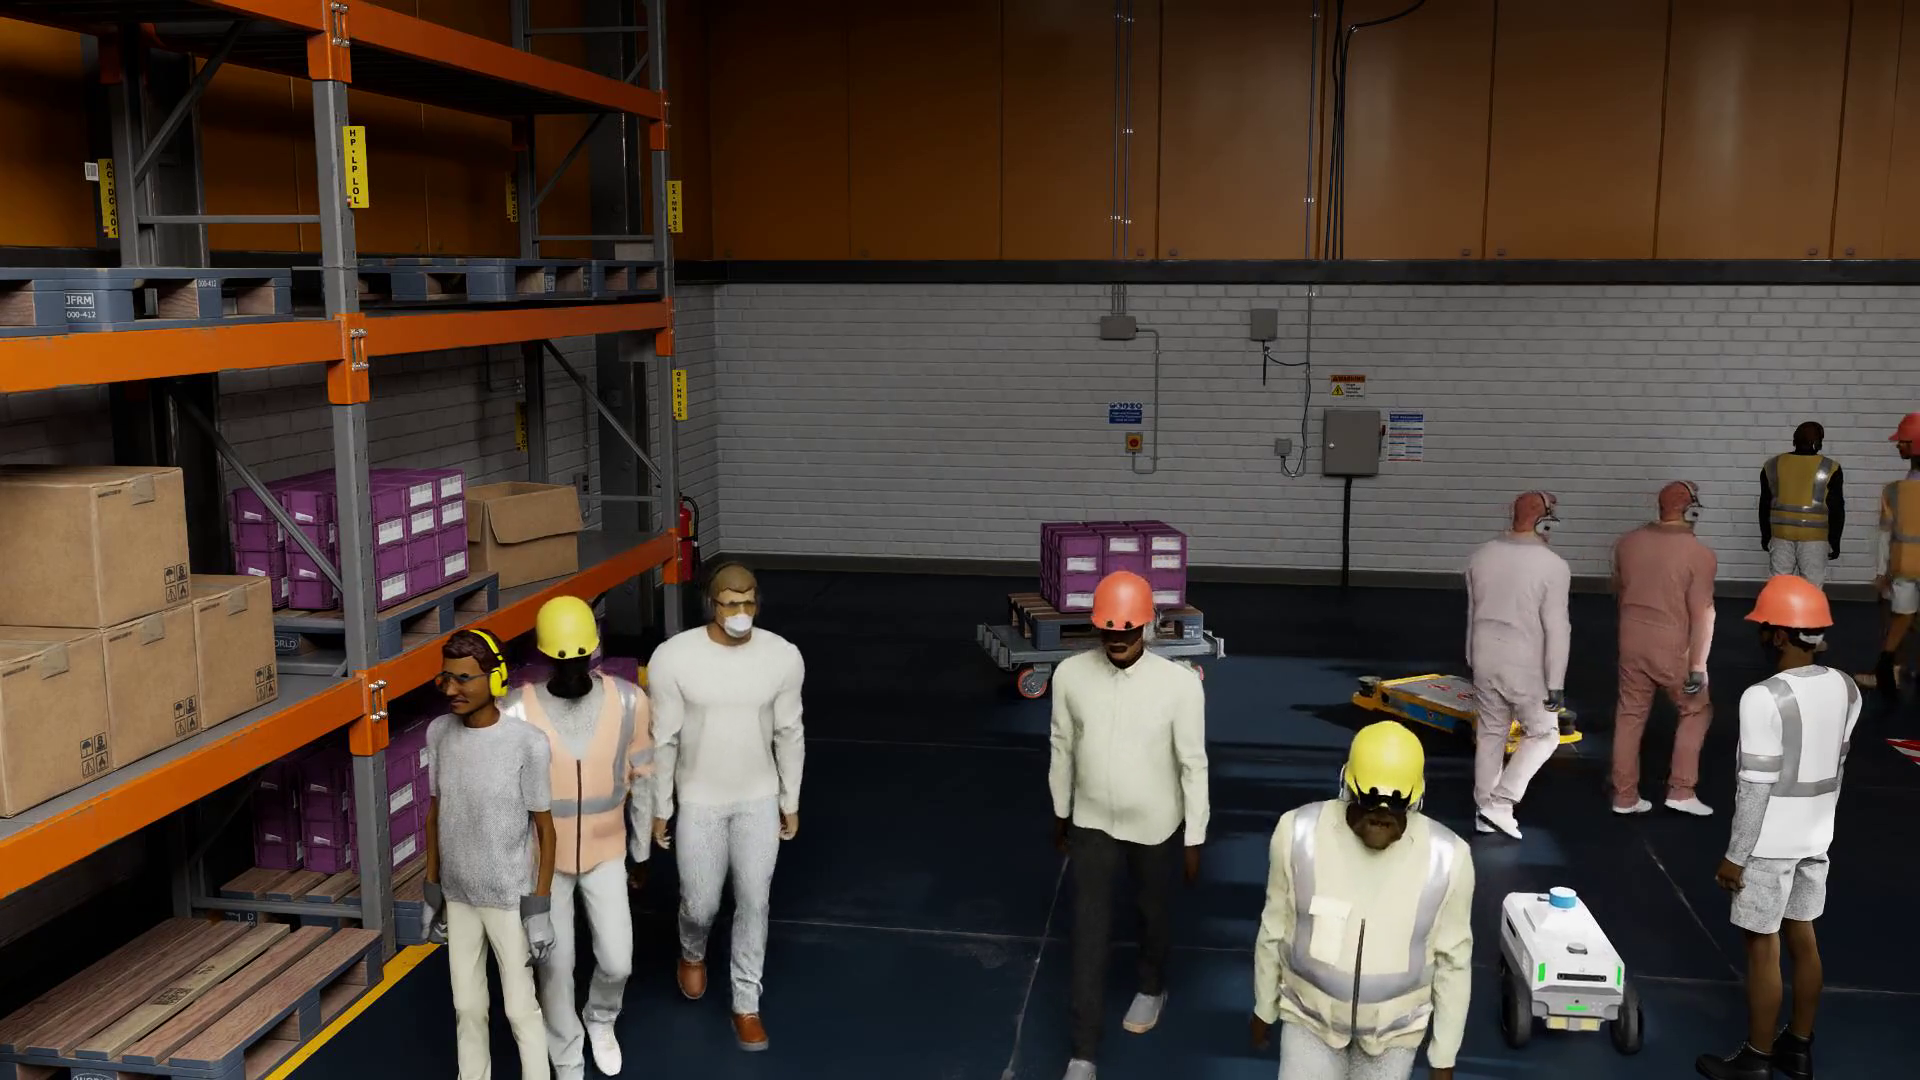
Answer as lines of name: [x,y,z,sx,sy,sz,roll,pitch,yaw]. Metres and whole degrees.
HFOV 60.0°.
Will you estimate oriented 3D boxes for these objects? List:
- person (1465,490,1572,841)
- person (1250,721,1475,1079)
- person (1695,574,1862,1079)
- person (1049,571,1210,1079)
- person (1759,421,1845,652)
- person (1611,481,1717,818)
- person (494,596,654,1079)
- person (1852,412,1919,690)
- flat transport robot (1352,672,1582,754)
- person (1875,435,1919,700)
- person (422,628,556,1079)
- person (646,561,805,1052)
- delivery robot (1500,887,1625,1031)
person: [2.929,0.677,8.788,0.454,1.886,0.679,-7,11,-37]
person: [1.131,1.377,4.725,0.608,1.801,0.518,2,9,13]
person: [3.010,1.083,6.129,0.544,1.939,0.353,-5,10,-28]
person: [0.634,1.061,6.324,0.647,1.931,1.029,3,10,17]
person: [6.717,-0.028,13.280,0.633,1.843,0.428,9,13,44]
person: [3.924,0.610,9.215,0.641,1.884,0.668,-6,11,-31]
person: [-1.377,1.127,5.966,0.598,1.913,0.448,-4,10,-22]
person: [6.819,0.096,11.942,0.532,2.028,0.653,7,11,36]
flat transport robot: [3.339,1.118,11.045,0.652,0.197,1.431,-5,10,-27]
person: [6.716,0.204,11.662,0.605,1.915,0.574,-8,12,-39]
person: [-1.587,1.209,5.564,0.514,1.872,0.328,3,10,18]
person: [-0.919,1.016,6.566,0.635,1.926,0.552,-4,10,-21]
delivery robot: [2.407,1.638,6.674,0.477,0.478,0.707,1,9,7]
